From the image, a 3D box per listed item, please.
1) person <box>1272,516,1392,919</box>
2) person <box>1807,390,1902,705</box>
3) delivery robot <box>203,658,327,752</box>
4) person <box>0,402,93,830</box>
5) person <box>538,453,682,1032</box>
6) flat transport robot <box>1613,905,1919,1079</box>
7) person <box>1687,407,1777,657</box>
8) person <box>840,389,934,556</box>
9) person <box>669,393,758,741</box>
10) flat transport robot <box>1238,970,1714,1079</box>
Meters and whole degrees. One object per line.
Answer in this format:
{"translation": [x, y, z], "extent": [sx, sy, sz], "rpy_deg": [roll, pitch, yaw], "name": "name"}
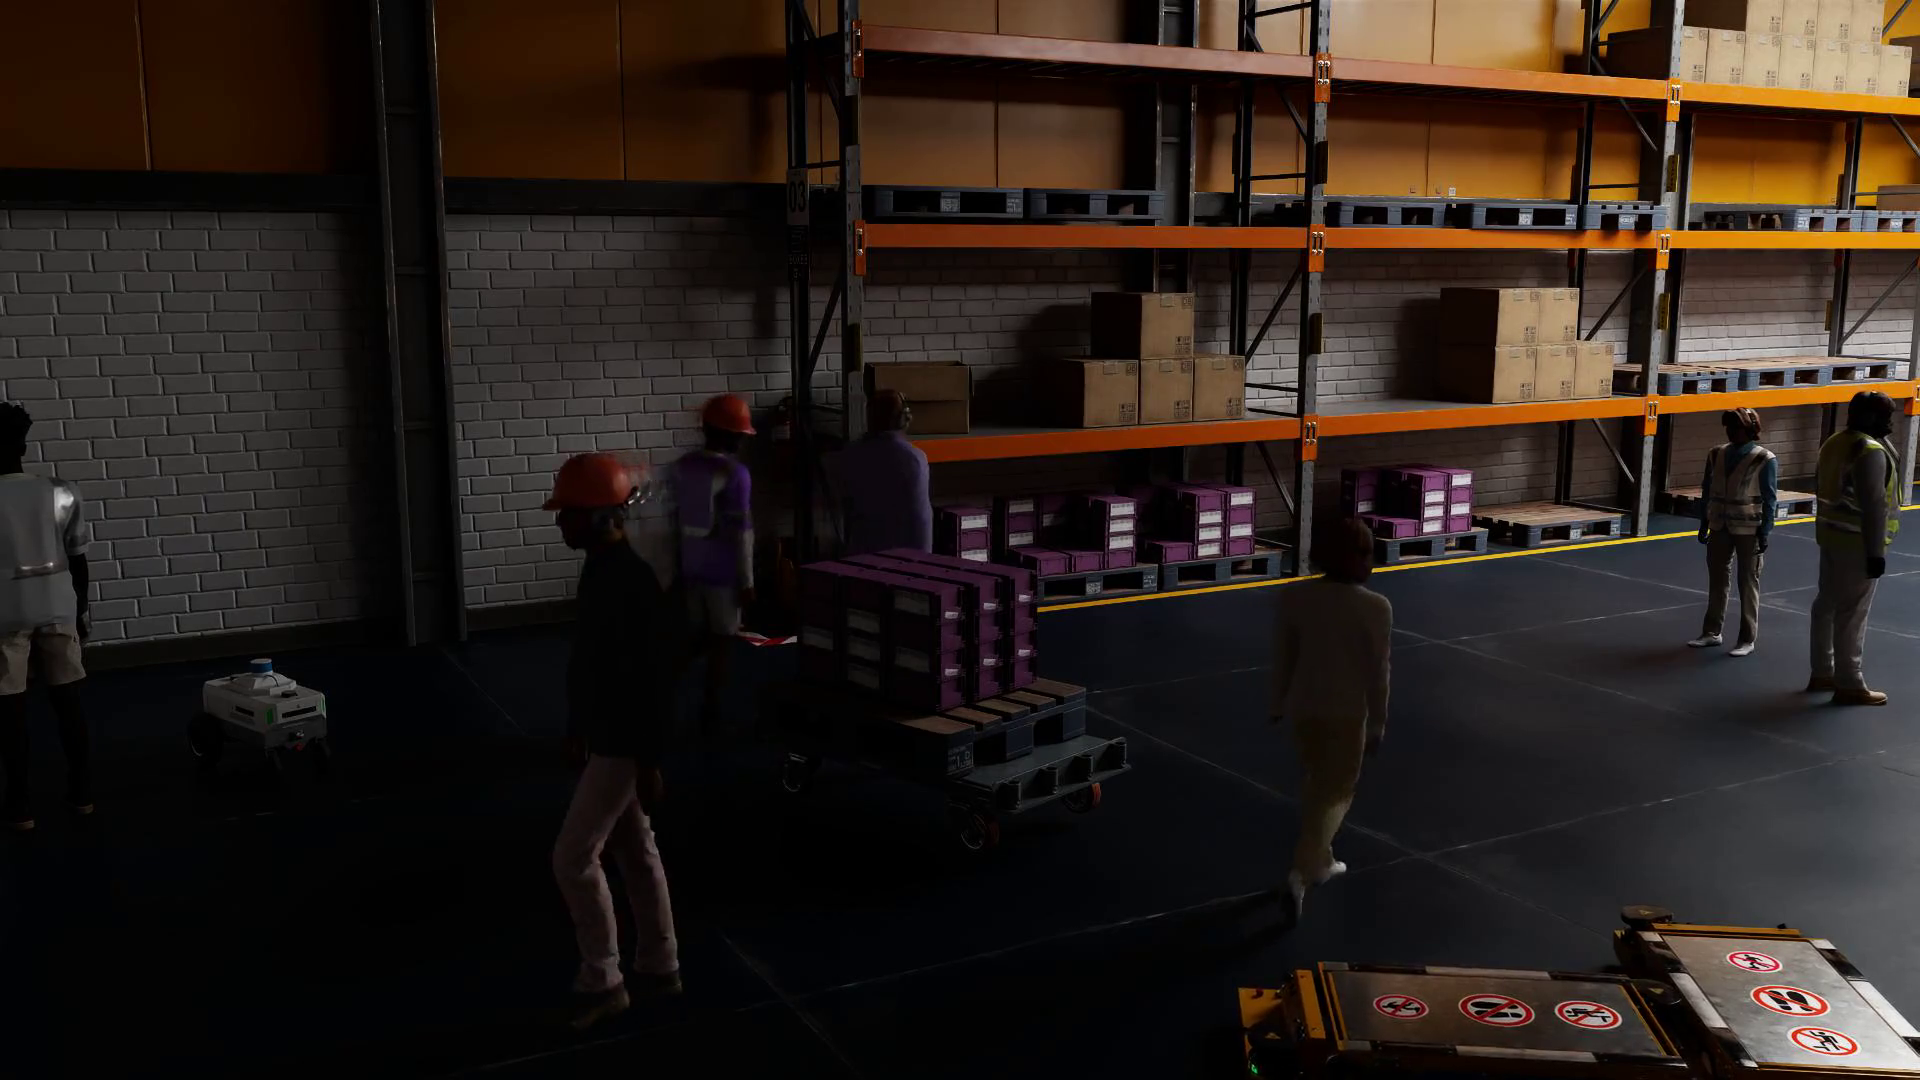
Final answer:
{"translation": [1.460, 0.701, 6.683], "extent": [0.514, 1.600, 0.731], "rpy_deg": [8, 13, 40], "name": "person"}
{"translation": [5.281, 0.038, 9.812], "extent": [0.430, 1.840, 0.619], "rpy_deg": [0, 10, 3], "name": "person"}
{"translation": [-3.572, 0.853, 8.539], "extent": [0.707, 0.478, 0.477], "rpy_deg": [8, 13, 39], "name": "delivery robot"}
{"translation": [-4.310, 0.352, 7.650], "extent": [0.368, 1.959, 0.603], "rpy_deg": [8, 13, 40], "name": "person"}
{"translation": [-1.270, 0.687, 5.677], "extent": [0.680, 1.968, 0.647], "rpy_deg": [-4, 11, -21], "name": "person"}
{"translation": [2.690, 1.572, 5.486], "extent": [0.652, 0.197, 1.431], "rpy_deg": [1, 10, 6], "name": "flat transport robot"}
{"translation": [5.092, -0.057, 10.926], "extent": [0.311, 1.639, 0.521], "rpy_deg": [-5, 11, -29], "name": "person"}
{"translation": [-0.358, 0.099, 9.316], "extent": [0.659, 1.883, 0.468], "rpy_deg": [9, 14, 43], "name": "person"}
{"translation": [-1.351, 0.171, 8.860], "extent": [0.555, 1.905, 0.559], "rpy_deg": [8, 13, 39], "name": "person"}
{"translation": [1.633, 1.597, 5.339], "extent": [1.431, 0.197, 0.652], "rpy_deg": [1, 10, 6], "name": "flat transport robot"}
